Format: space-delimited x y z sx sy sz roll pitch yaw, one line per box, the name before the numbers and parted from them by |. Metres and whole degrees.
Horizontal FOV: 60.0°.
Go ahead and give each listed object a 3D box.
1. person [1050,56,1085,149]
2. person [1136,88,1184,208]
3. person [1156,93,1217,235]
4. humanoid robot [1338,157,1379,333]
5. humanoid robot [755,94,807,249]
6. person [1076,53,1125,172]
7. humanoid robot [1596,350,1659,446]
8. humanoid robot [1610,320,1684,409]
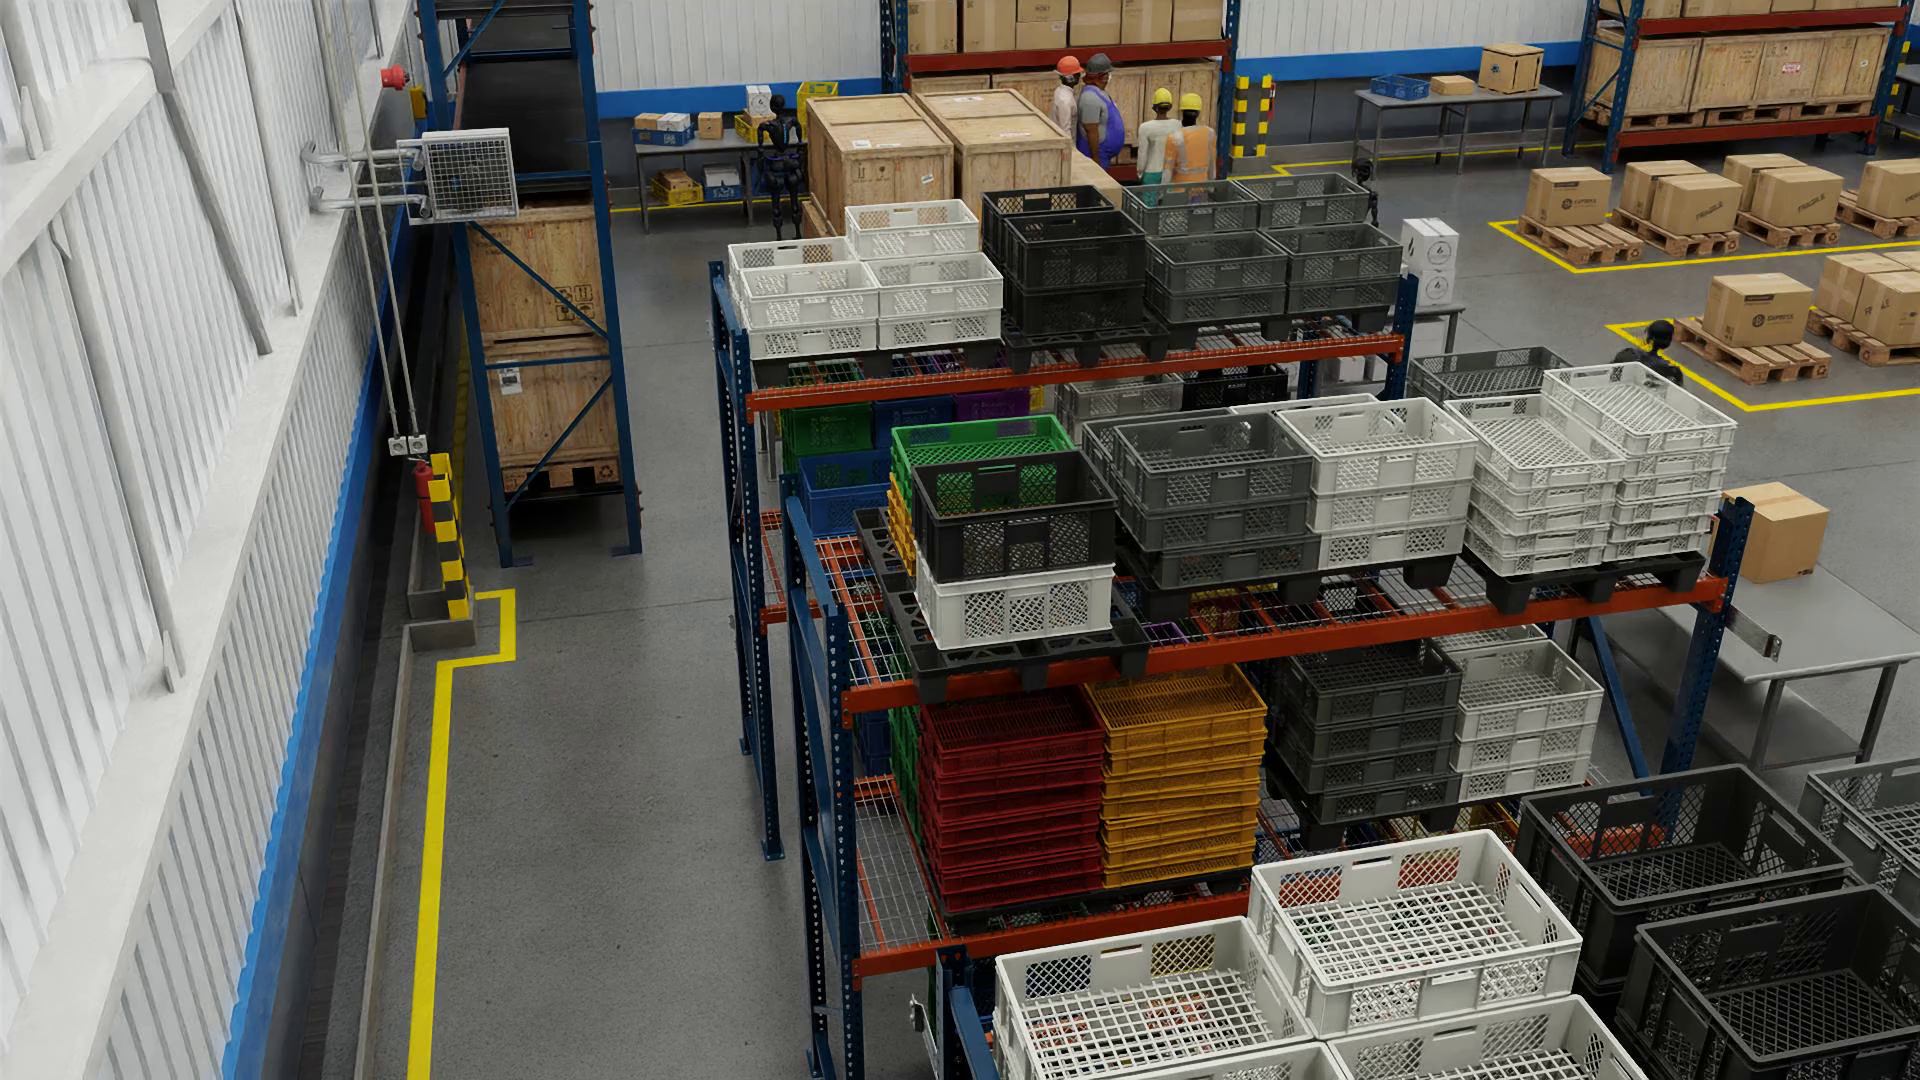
person | 1.177 -4.348 18.443 0.373 1.996 0.619 0 28 -1
person | 2.154 -4.000 18.028 0.523 1.768 0.306 -7 29 -14
person | 2.335 -3.639 17.193 0.644 1.912 0.407 -14 31 -25
humanoid robot | 3.770 -2.830 15.890 0.327 1.658 0.584 -16 32 -27
humanoid robot | -1.955 -4.039 18.184 0.590 1.657 0.327 -16 32 -27
person | 1.547 -4.335 18.372 0.539 2.000 0.687 3 28 5
humanoid robot | 4.530 -0.515 11.539 0.592 1.639 0.598 -18 33 -31
humanoid robot | 4.975 -0.824 12.102 0.593 1.640 0.591 -15 31 -26
